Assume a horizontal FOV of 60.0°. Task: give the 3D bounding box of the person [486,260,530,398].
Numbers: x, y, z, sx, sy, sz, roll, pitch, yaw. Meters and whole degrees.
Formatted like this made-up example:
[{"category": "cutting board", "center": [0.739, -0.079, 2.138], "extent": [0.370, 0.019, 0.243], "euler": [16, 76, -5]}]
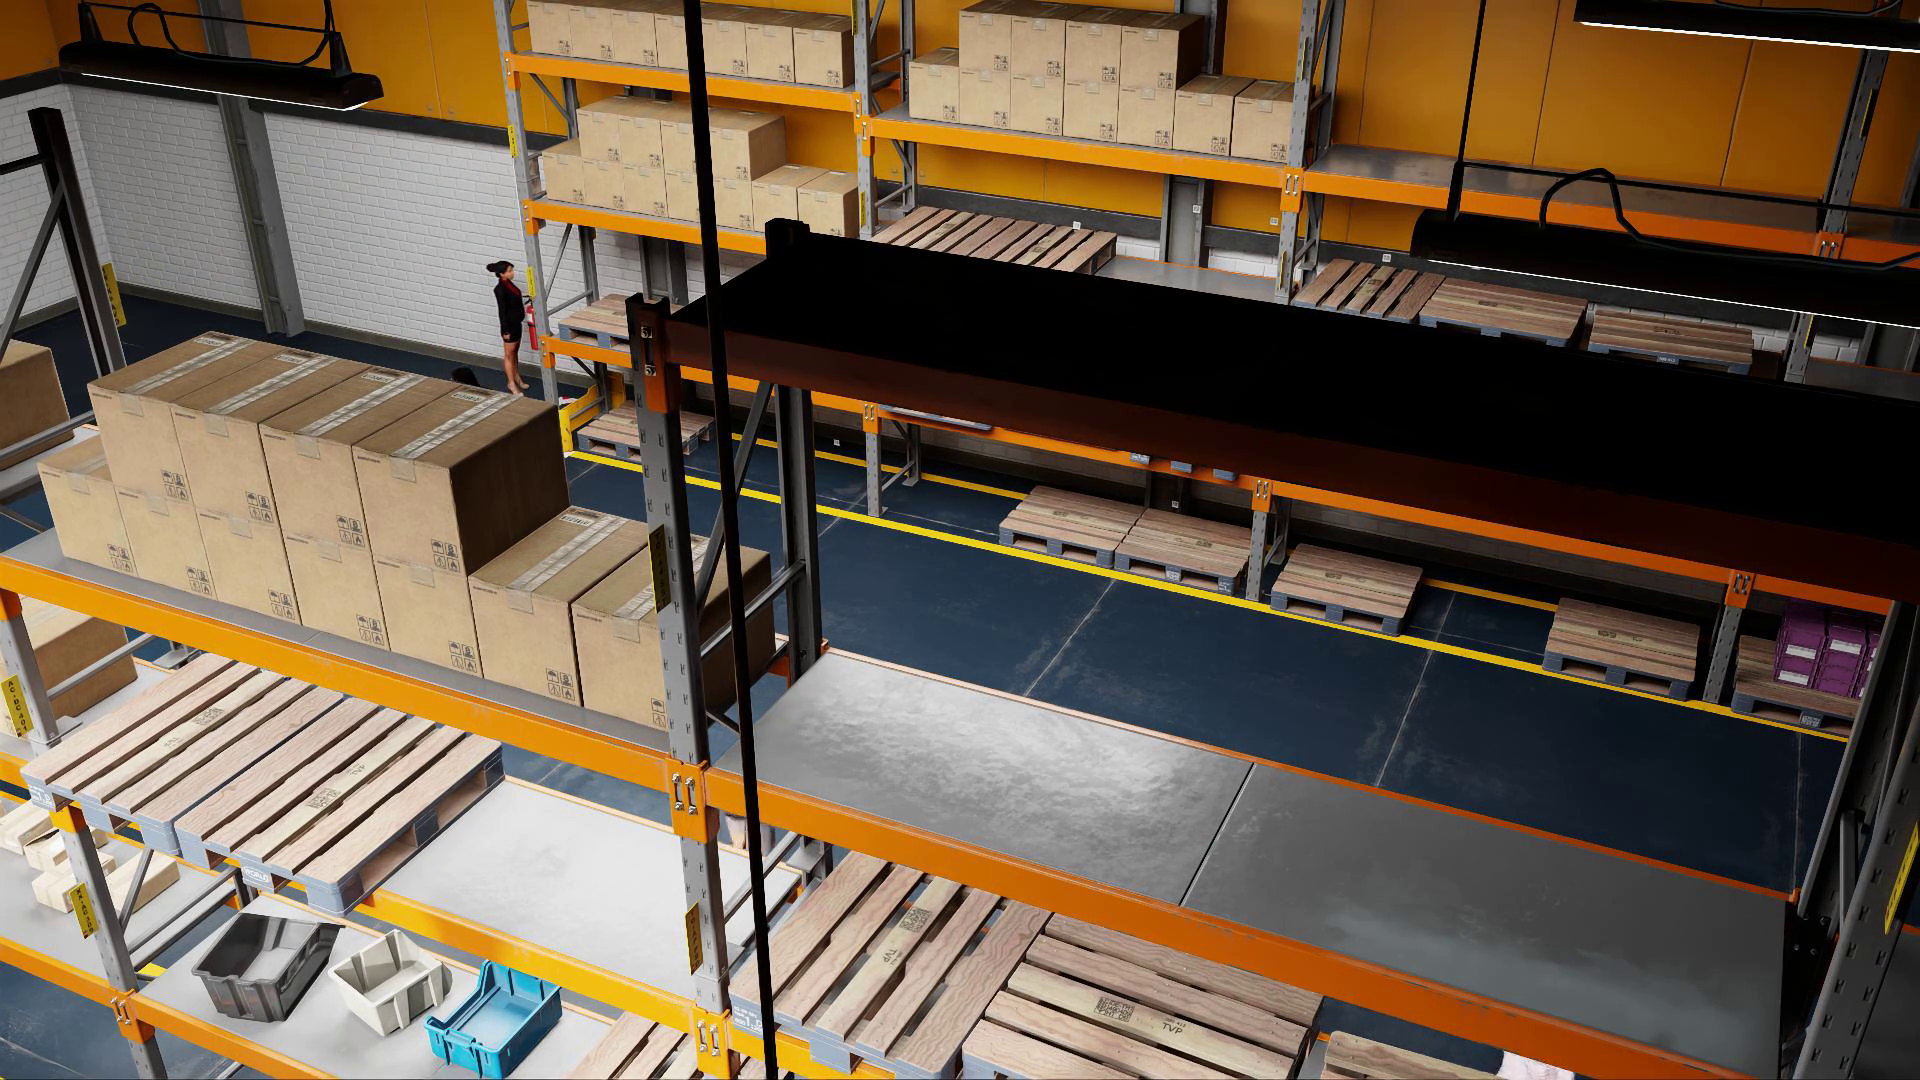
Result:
[{"category": "person", "center": [-5.248, -2.481, 19.450], "extent": [0.707, 1.639, 0.656], "euler": [1, 29, 3]}]
